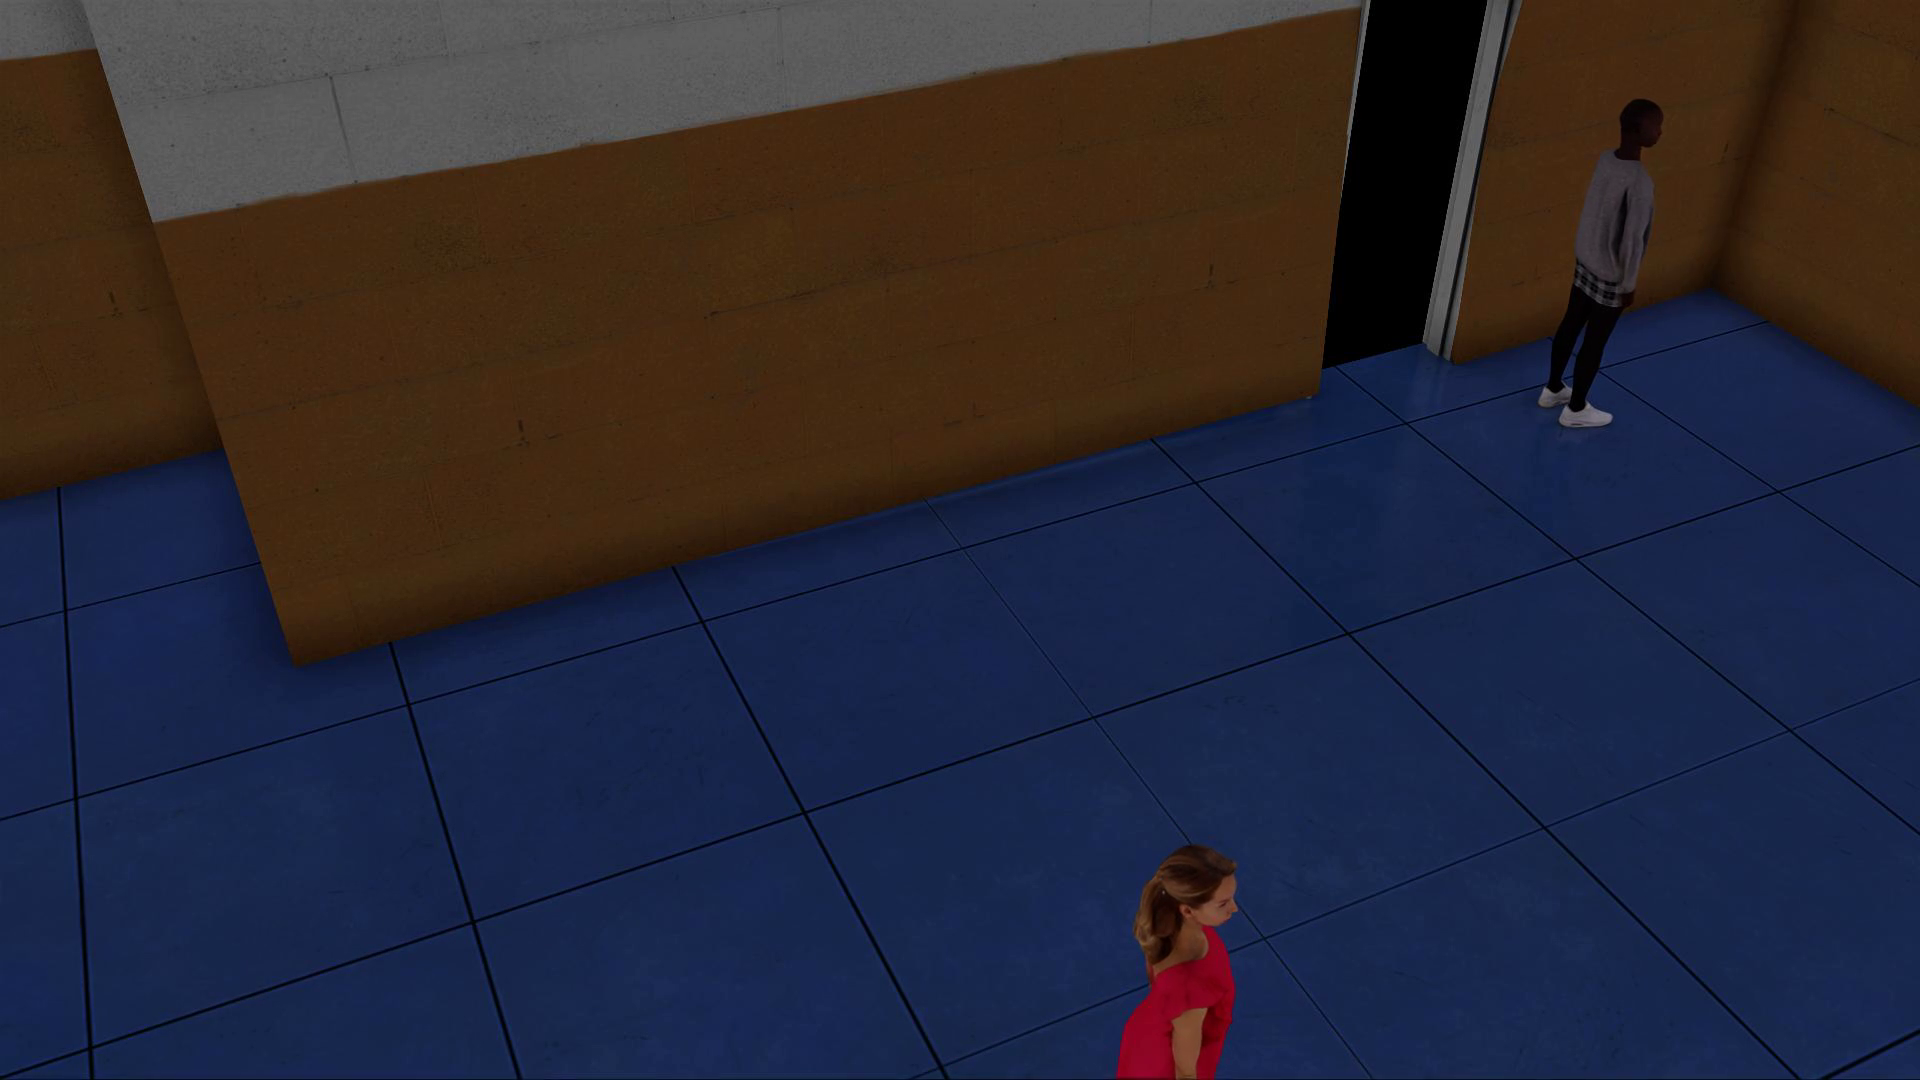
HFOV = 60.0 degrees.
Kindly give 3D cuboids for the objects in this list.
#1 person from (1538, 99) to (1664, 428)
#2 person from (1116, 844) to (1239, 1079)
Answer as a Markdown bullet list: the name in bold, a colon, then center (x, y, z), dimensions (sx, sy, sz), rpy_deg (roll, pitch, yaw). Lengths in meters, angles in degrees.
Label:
- **person**: center (3.322, -1.421, 8.615), dimensions (0.718, 1.772, 0.547), rpy_deg (-8, 38, -10)
- **person**: center (0.579, 1.501, 4.760), dimensions (0.710, 1.727, 0.600), rpy_deg (-1, 37, -1)
